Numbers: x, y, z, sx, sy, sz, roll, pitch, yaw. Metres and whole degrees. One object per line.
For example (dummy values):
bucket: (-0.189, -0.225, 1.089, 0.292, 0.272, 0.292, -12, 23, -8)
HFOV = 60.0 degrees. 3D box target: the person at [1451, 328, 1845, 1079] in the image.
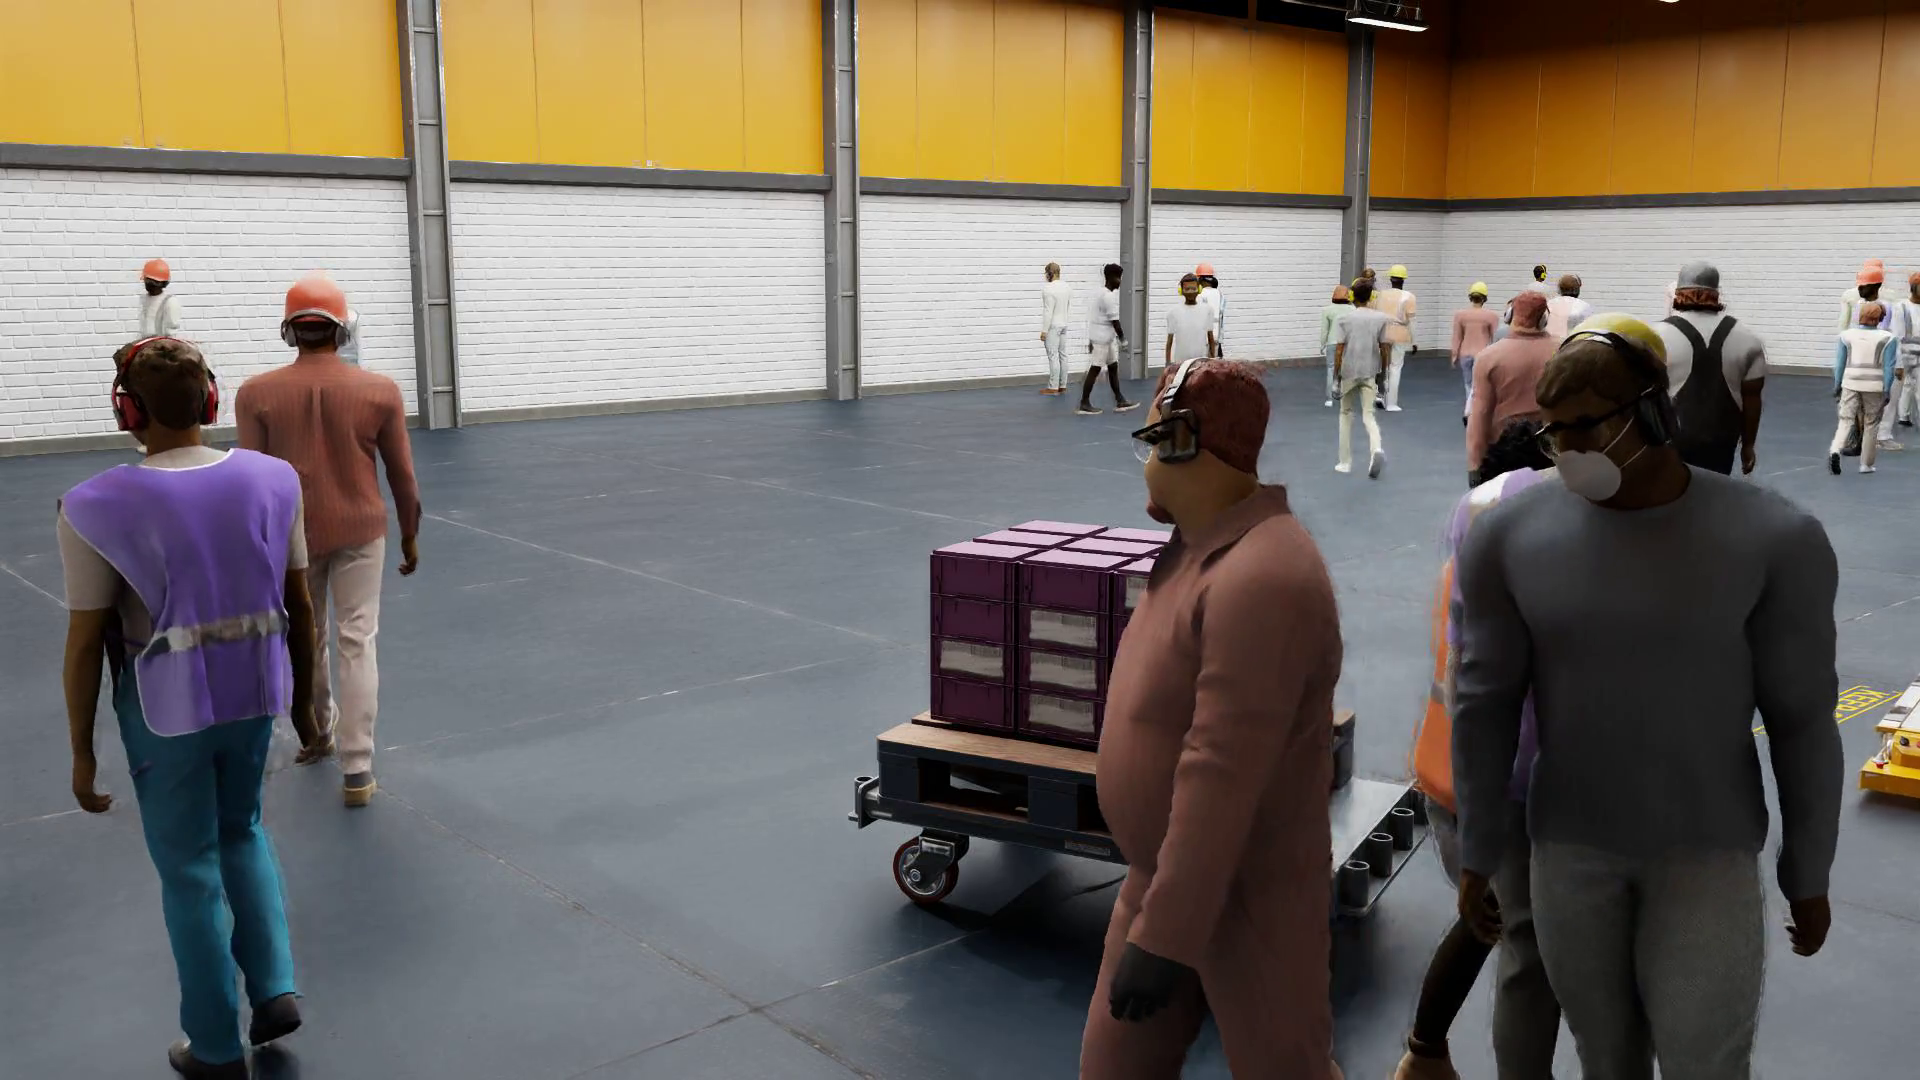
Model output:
person: (1.207, 0.573, 3.008, 0.657, 1.896, 0.448, 7, 12, 34)

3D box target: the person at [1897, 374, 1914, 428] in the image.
person: (11.269, -2.208, 19.473, 0.404, 1.834, 0.592, -5, 11, -28)

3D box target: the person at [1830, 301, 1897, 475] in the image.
person: (8.304, -1.393, 15.331, 0.522, 1.613, 0.719, 9, 13, 44)

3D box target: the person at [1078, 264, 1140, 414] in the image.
person: (1.948, -2.561, 21.275, 0.943, 1.915, 0.610, -1, 10, -5)

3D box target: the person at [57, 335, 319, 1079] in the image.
person: (-1.835, 0.431, 4.004, 0.450, 1.833, 0.592, 7, 12, 37)

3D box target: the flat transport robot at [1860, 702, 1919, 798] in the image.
flat transport robot: (4.051, 0.778, 6.556, 0.652, 0.197, 1.431, 7, 12, 37)

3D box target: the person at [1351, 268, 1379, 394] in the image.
person: (5.980, -3.068, 24.487, 0.346, 1.843, 0.506, -7, 12, -36)

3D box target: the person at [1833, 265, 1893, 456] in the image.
person: (9.114, -1.796, 16.781, 0.392, 1.925, 0.580, 0, 10, -2)

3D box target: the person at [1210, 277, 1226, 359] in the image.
person: (4.177, -3.522, 27.591, 0.319, 1.691, 0.531, -7, 12, -35)

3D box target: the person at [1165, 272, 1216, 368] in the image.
person: (2.345, -1.778, 16.881, 0.564, 1.856, 0.420, -1, 10, -3)

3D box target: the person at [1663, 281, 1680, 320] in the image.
person: (11.402, -3.383, 26.141, 0.651, 1.906, 0.403, 5, 11, 29)

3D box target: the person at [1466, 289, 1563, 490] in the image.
person: (3.132, -0.474, 9.332, 0.642, 1.840, 1.072, 0, 10, -1)

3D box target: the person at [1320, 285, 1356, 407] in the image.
person: (5.106, -2.605, 22.385, 0.507, 1.631, 0.270, 2, 10, 12)

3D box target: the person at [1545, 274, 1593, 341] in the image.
person: (6.529, -1.916, 17.786, 0.760, 1.820, 0.621, -6, 12, -32)

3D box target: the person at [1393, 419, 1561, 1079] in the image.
person: (1.262, 0.558, 3.750, 0.488, 1.670, 0.547, -1, 10, -8)

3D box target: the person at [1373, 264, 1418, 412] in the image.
person: (5.661, -2.617, 21.655, 0.595, 1.911, 0.434, 9, 13, 42)

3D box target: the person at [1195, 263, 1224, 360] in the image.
person: (3.189, -2.648, 21.747, 0.551, 1.934, 0.373, -9, 13, -42)

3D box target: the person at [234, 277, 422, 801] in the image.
person: (-2.420, -0.031, 6.428, 0.656, 1.937, 1.031, -3, 10, -18)

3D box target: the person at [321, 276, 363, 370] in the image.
person: (-6.267, -1.716, 16.628, 0.588, 1.822, 0.403, -9, 13, -42)

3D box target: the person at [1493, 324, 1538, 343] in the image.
person: (5.543, -1.601, 16.566, 0.505, 1.617, 0.640, 3, 10, 19)

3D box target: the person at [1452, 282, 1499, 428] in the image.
person: (6.050, -2.172, 19.576, 0.532, 1.731, 0.882, 7, 12, 34)

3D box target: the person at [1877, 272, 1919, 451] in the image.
person: (9.838, -1.803, 17.041, 0.610, 1.847, 0.895, -3, 10, -17)

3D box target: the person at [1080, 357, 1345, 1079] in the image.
person: (0.410, 0.613, 2.950, 0.892, 1.851, 0.621, -2, 10, -13)

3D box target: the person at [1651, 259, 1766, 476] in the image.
person: (4.140, -0.592, 9.404, 0.705, 2.000, 0.693, 1, 10, 6)

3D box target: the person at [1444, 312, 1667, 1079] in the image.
person: (1.305, 0.481, 3.507, 0.603, 1.902, 0.489, 7, 12, 37)

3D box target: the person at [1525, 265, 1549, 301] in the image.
person: (9.910, -3.767, 28.527, 0.329, 1.862, 0.507, -6, 12, -33)

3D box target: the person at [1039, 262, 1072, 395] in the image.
person: (1.376, -3.072, 24.235, 0.372, 1.936, 0.627, 6, 12, 33)

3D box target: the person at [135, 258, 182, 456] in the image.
person: (-7.989, -1.800, 16.604, 0.664, 2.004, 0.454, 5, 11, 28)

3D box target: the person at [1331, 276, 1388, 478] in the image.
person: (3.690, -1.495, 15.305, 0.530, 1.847, 0.818, 0, 10, -2)

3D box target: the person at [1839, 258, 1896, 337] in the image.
person: (10.980, -2.404, 20.145, 0.609, 1.996, 0.379, 6, 11, 32)
